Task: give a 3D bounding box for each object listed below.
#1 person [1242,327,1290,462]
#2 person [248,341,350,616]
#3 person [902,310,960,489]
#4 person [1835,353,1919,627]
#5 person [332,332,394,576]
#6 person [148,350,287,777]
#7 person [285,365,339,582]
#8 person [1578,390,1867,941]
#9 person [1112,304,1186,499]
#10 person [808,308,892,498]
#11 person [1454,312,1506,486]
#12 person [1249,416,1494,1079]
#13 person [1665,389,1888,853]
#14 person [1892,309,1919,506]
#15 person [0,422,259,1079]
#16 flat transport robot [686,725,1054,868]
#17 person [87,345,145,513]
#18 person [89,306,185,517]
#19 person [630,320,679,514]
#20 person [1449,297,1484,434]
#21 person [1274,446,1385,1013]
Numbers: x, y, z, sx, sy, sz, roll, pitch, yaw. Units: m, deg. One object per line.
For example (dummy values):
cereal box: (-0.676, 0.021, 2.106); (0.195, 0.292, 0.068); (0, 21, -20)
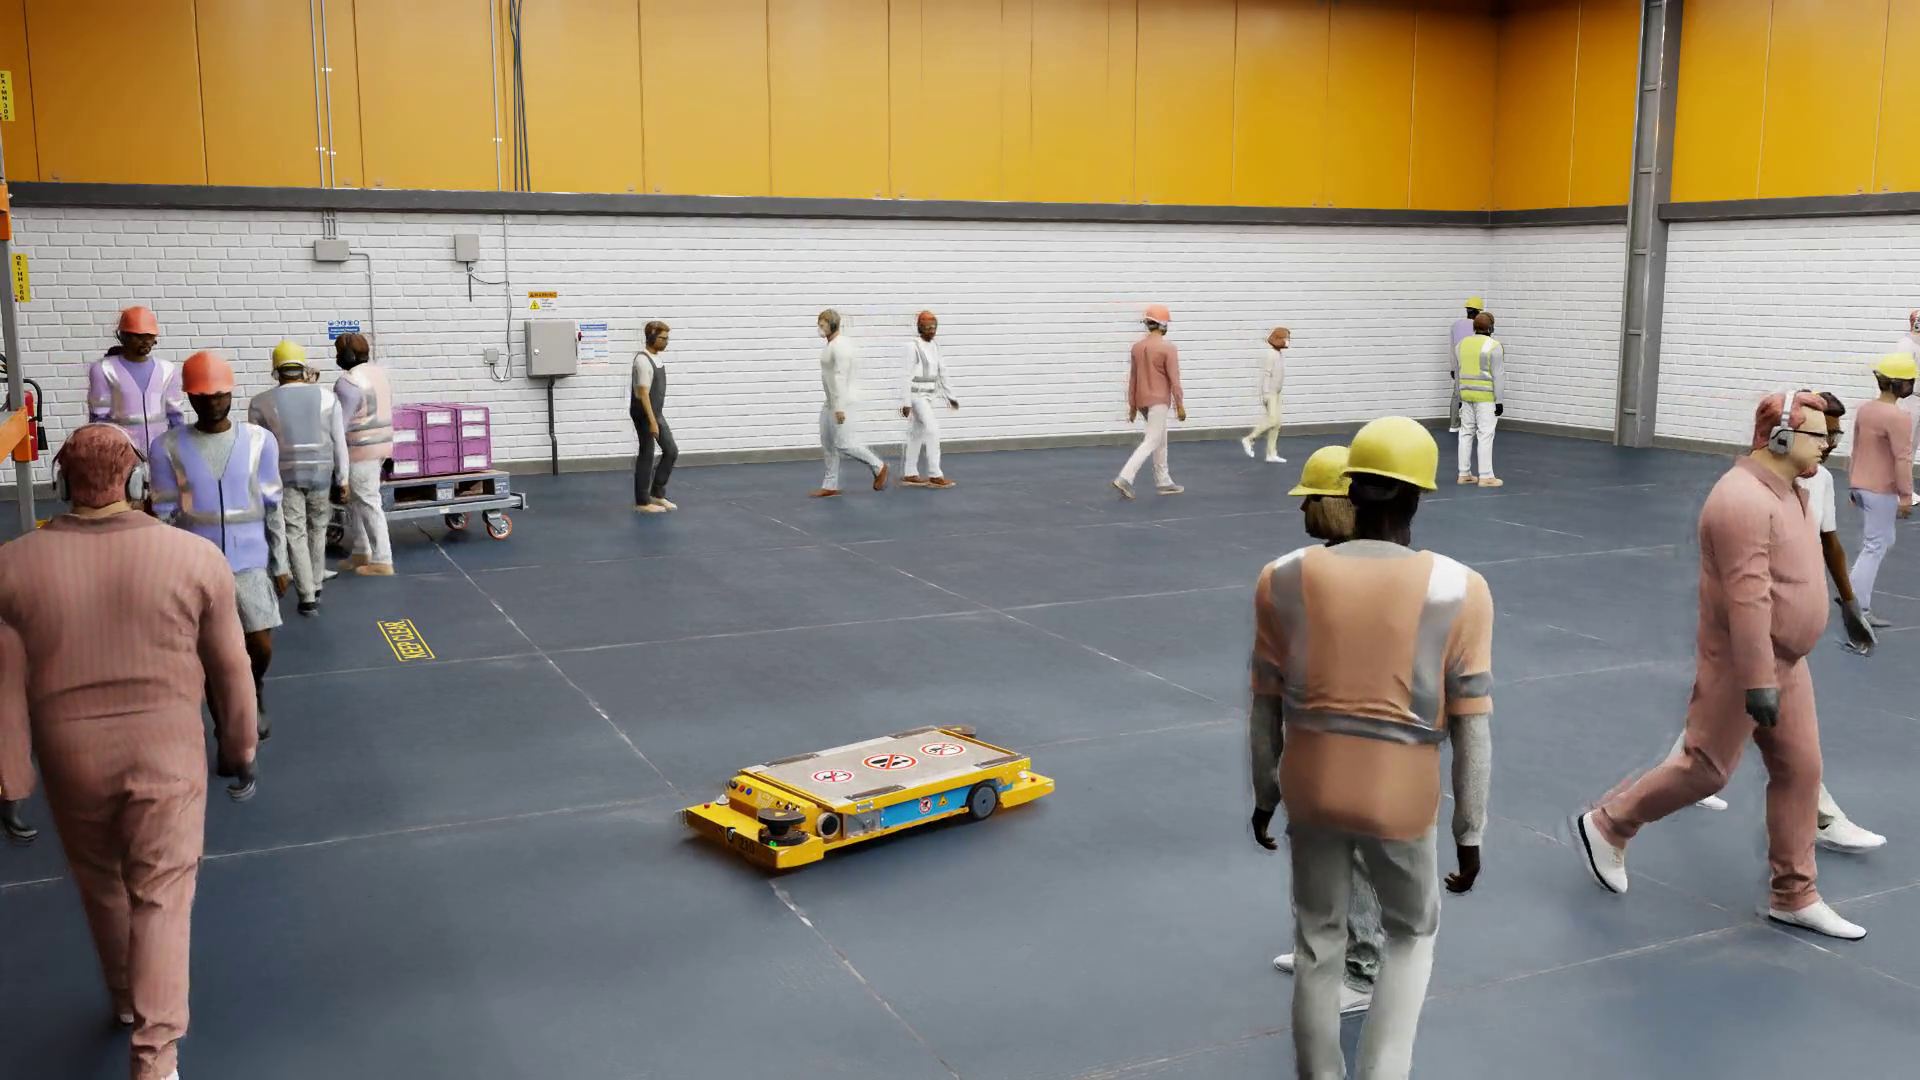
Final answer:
person: (3.668, -1.727, 19.783); (0.456, 1.614, 0.523); (6, 11, 32)
person: (-4.456, -0.422, 11.124); (0.627, 1.800, 0.804); (-6, 11, -34)
person: (-0.290, -1.462, 17.400); (0.765, 1.858, 0.617); (4, 10, 21)
person: (5.864, -0.309, 10.570); (0.386, 1.752, 0.552); (0, 9, 1)
person: (-4.536, -0.627, 12.380); (0.652, 1.821, 0.629); (0, 9, 2)
person: (-3.365, 0.092, 7.583); (0.556, 1.922, 0.553); (-5, 10, -28)
person: (-4.771, -0.472, 12.065); (0.768, 1.593, 0.573); (4, 10, 24)
person: (2.693, 0.407, 5.799); (0.893, 1.871, 0.645); (9, 13, 44)
person: (1.900, -1.388, 16.681); (0.956, 1.960, 0.616); (-6, 11, -31)
person: (-1.121, -1.358, 16.641); (0.738, 1.917, 0.636); (-3, 10, -16)
person: (5.530, -1.490, 17.637); (0.429, 1.846, 0.629); (-5, 11, -30)
person: (1.021, 0.642, 4.203); (0.602, 1.903, 0.438); (3, 10, 19)
person: (3.295, 0.291, 6.710); (0.538, 1.811, 1.003); (-6, 11, -34)
person: (9.335, -1.299, 16.255); (0.636, 1.911, 0.406); (-9, 13, -43)
person: (-2.327, 0.598, 4.663); (0.662, 1.860, 1.007); (-3, 10, -20)
flat transport robot: (-0.349, 1.027, 6.887); (1.431, 0.197, 0.652); (-8, 12, -40)
person: (-6.642, -0.694, 13.201); (0.537, 1.691, 0.323); (2, 9, 10)
person: (-5.762, -0.626, 11.713); (0.458, 2.021, 0.634); (8, 12, 41)
person: (-2.835, -1.129, 15.462); (0.528, 1.819, 0.551); (1, 9, 9)
person: (7.123, -2.435, 23.279); (0.388, 1.919, 0.585); (-8, 12, -39)
person: (1.149, 0.578, 5.117); (0.320, 1.742, 0.492); (0, 9, -1)
